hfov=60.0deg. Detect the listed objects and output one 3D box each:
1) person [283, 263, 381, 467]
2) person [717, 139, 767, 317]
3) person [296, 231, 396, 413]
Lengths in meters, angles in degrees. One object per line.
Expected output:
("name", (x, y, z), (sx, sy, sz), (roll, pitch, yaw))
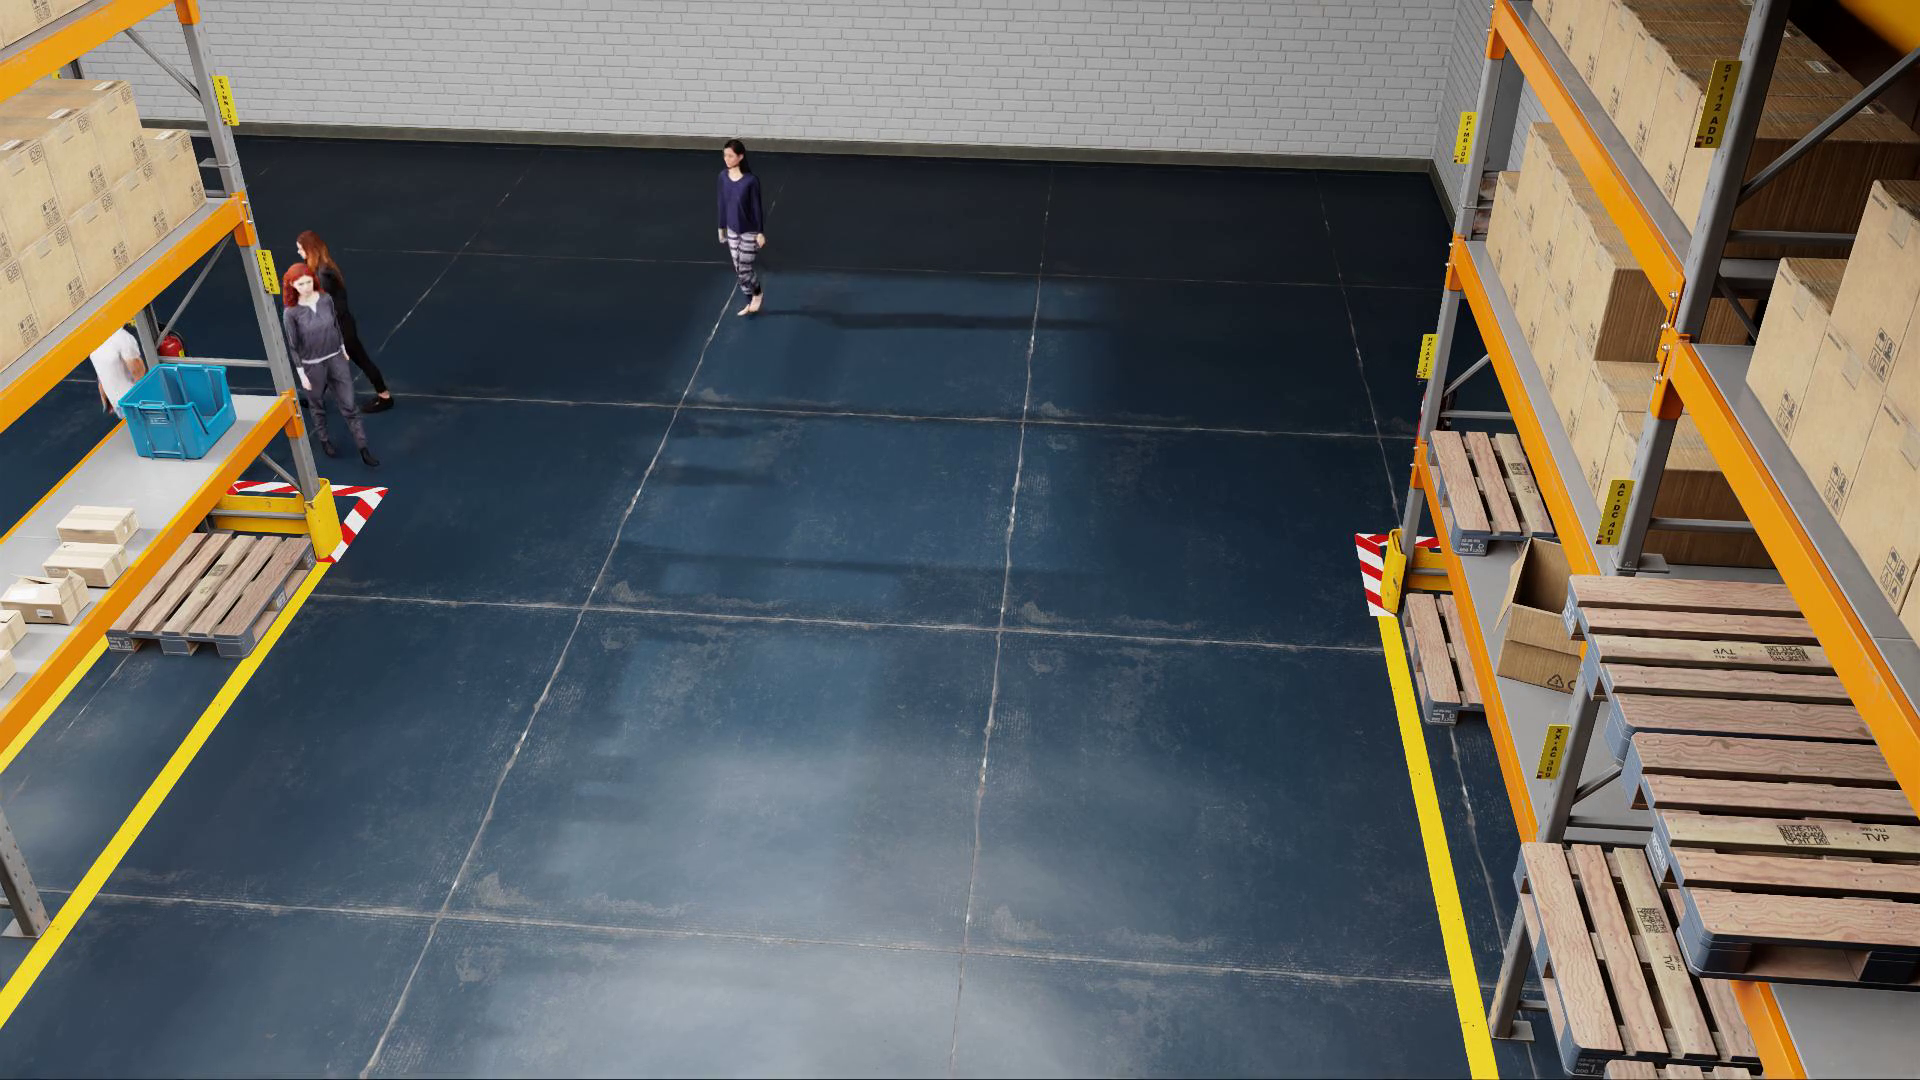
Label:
("person", (-5.135, -1.426, 13.277), (1.037, 1.741, 1.085), (-26, 41, -33))
("person", (-1.982, -2.935, 15.562), (0.727, 1.724, 0.748), (19, 38, 26))
("person", (-5.106, -1.808, 13.919), (1.017, 1.667, 1.074), (-16, 37, -22))
